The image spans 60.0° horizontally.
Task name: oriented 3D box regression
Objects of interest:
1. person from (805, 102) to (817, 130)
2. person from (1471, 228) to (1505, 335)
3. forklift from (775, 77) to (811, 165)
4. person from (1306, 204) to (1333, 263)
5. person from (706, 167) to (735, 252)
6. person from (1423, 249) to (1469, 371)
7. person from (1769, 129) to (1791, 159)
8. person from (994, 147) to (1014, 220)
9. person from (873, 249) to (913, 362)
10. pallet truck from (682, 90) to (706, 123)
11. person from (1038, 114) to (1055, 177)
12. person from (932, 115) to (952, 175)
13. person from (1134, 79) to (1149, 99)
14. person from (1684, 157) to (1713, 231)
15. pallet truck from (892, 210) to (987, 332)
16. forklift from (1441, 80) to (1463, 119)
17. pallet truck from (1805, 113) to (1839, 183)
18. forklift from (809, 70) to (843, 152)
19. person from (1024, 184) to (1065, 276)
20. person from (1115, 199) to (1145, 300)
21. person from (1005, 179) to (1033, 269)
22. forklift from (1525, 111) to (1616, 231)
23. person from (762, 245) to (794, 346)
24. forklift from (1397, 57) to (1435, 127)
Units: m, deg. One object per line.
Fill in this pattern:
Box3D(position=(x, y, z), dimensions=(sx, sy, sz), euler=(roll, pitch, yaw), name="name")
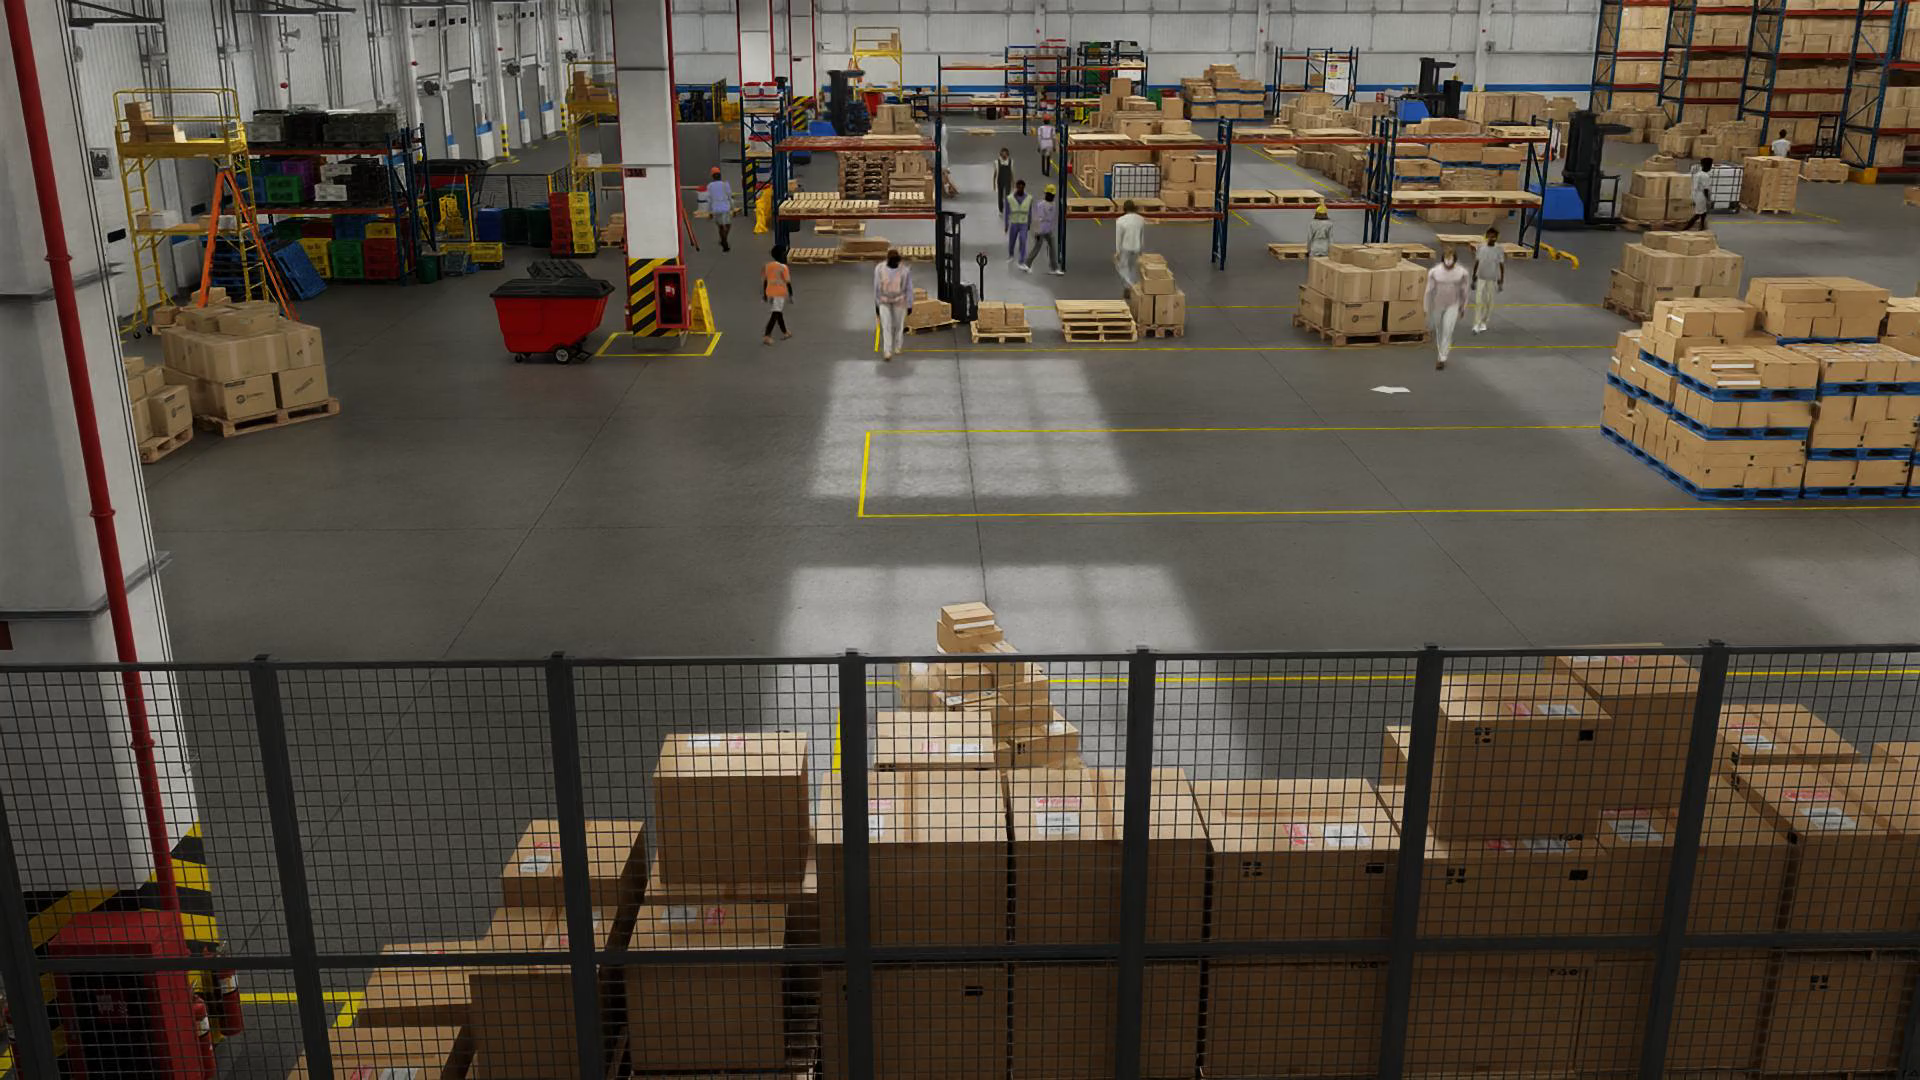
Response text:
Box3D(position=(-5.419, -15.169, 60.807), dimensions=(0.506, 1.620, 0.531), euler=(10, 21, 26), name="person")
Box3D(position=(9.111, -4.462, 28.741), dimensions=(0.549, 1.816, 0.966), euler=(8, 20, 22), name="person")
Box3D(position=(-5.920, -13.893, 55.085), dimensions=(1.873, 2.768, 1.129), euler=(-1, 19, -1), name="forklift")
Box3D(position=(6.991, -5.650, 32.385), dimensions=(0.492, 1.742, 0.323), euler=(1, 19, 3), name="person")
Box3D(position=(-5.374, -7.421, 37.403), dimensions=(0.636, 1.892, 0.588), euler=(2, 19, 6), name="person")
Box3D(position=(7.657, -3.659, 26.277), dimensions=(0.645, 1.887, 1.044), euler=(8, 20, 22), name="person")
Box3D(position=(23.456, -10.832, 47.650), dimensions=(0.536, 1.824, 1.006), euler=(4, 19, 11), name="person")
Box3D(position=(1.127, -9.205, 42.840), dimensions=(0.522, 1.813, 0.929), euler=(0, 19, -1), name="person")
Box3D(position=(-1.079, -3.812, 26.879), dimensions=(0.633, 1.790, 0.947), euler=(0, 19, 0), name="person")
Box3D(position=(-9.671, -15.907, 62.421), dimensions=(0.823, 1.965, 1.885), euler=(5, 19, 15), name="pallet truck")
Box3D(position=(2.700, -12.330, 51.983), dimensions=(0.556, 1.893, 1.013), euler=(0, 19, 0), name="person")
Box3D(position=(-0.623, -12.480, 52.534), dimensions=(0.583, 1.830, 1.015), euler=(-10, 21, -28), name="person")
Box3D(position=(7.574, -18.330, 69.699), dimensions=(0.635, 1.939, 0.361), euler=(-4, 19, -13), name="person")
Box3D(position=(17.445, -8.036, 39.169), dimensions=(0.678, 1.962, 0.623), euler=(4, 19, 11), name="person")
Box3D(position=(-0.493, -4.759, 29.349), dimensions=(1.885, 1.965, 0.823), euler=(-13, 23, -34), name="pallet truck")
Box3D(position=(15.639, -13.239, 53.146), dimensions=(1.873, 2.768, 1.129), euler=(-1, 19, -1), name="forklift")
Box3D(position=(26.403, -11.957, 50.702), dimensions=(0.823, 1.965, 1.885), euler=(6, 19, 16), name="pallet truck")
Box3D(position=(-4.390, -15.230, 59.051), dimensions=(1.873, 2.768, 1.129), euler=(1, 19, 3), name="forklift")
Box3D(position=(1.730, -6.464, 34.604), dimensions=(0.968, 1.869, 0.643), euler=(14, 23, 36), name="person")
Box3D(position=(3.236, -5.537, 31.778), dimensions=(0.642, 1.927, 0.440), euler=(-8, 20, -21), name="person")
Box3D(position=(1.248, -6.790, 35.578), dimensions=(0.595, 1.877, 0.945), euler=(0, 19, -1), name="person")
Box3D(position=(15.029, -9.013, 40.610), dimensions=(1.873, 2.768, 1.129), euler=(-1, 19, -2), name="forklift")
Box3D(position=(-3.102, -4.130, 28.015), dimensions=(0.542, 1.650, 0.879), euler=(14, 23, 36), name="person")
Box3D(position=(19.208, -18.500, 68.752), dimensions=(1.873, 2.768, 1.129), euler=(-1, 19, -1), name="forklift")
